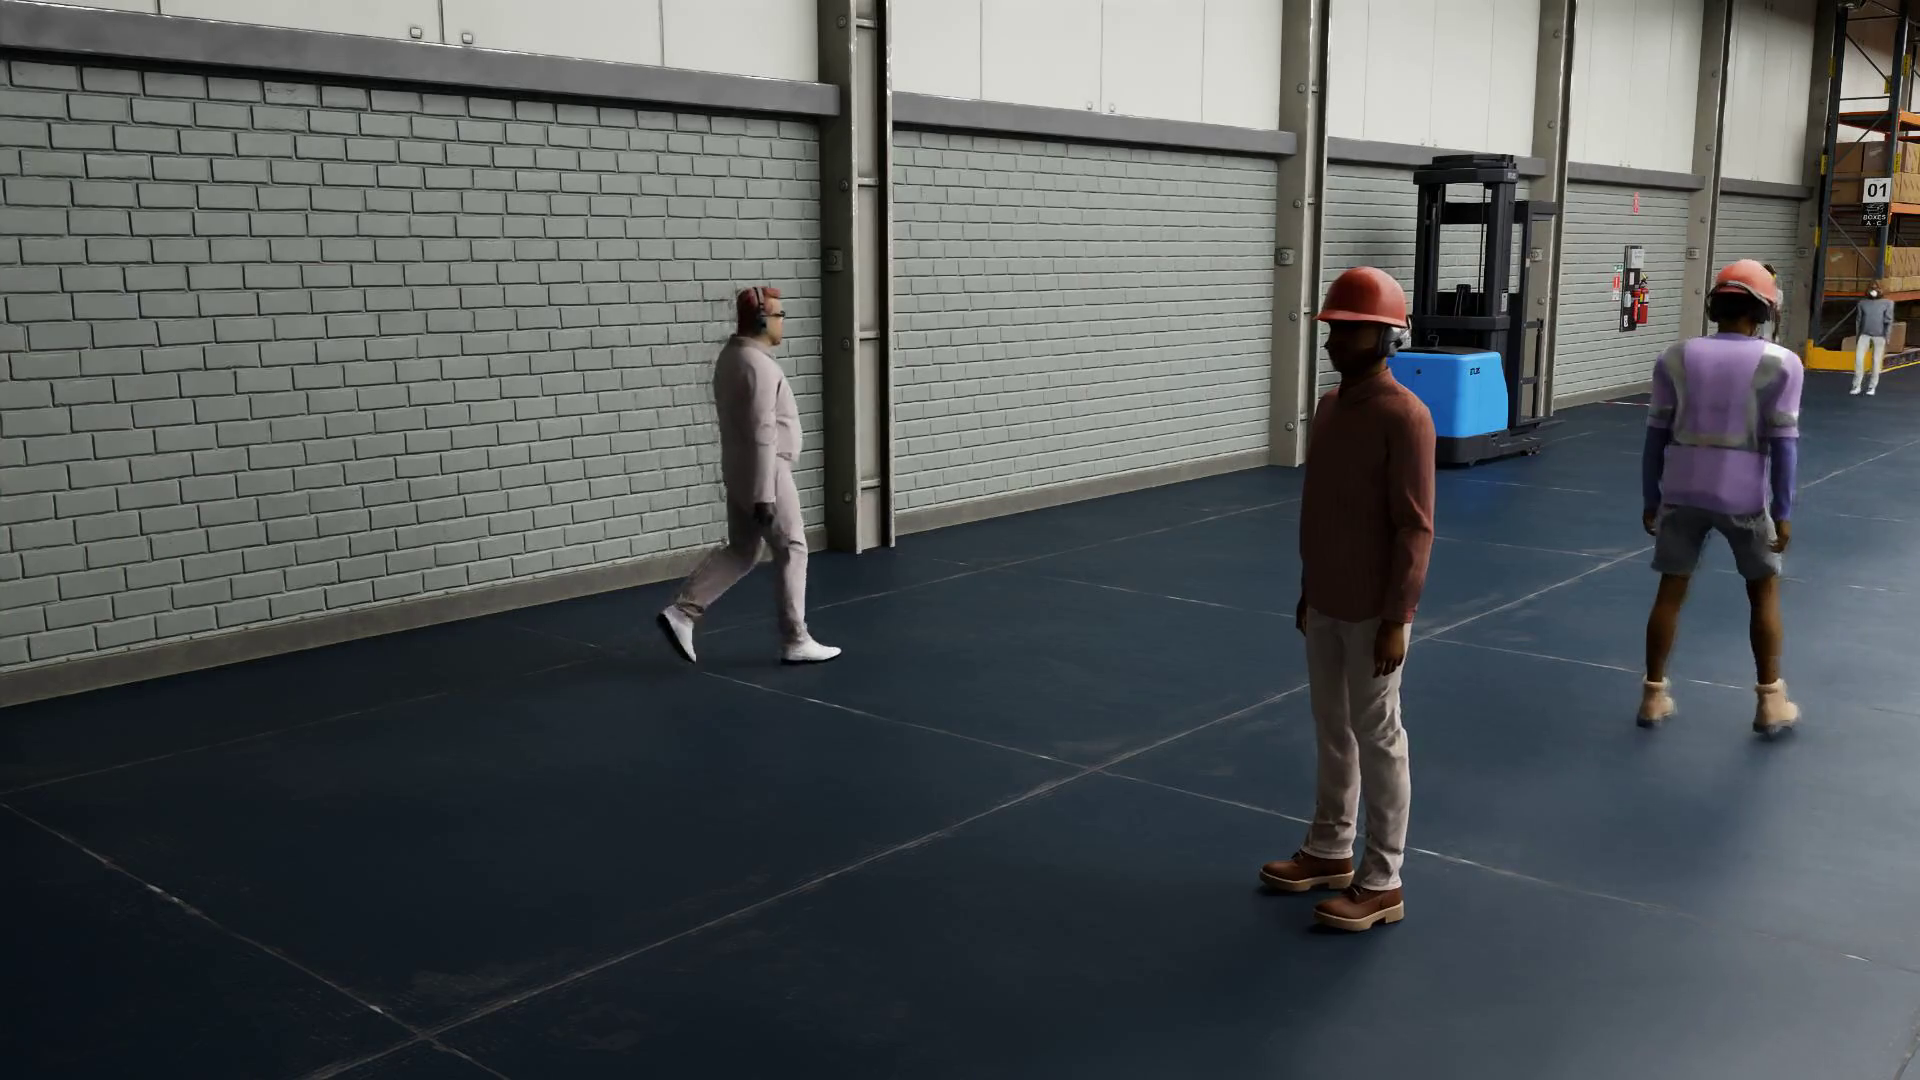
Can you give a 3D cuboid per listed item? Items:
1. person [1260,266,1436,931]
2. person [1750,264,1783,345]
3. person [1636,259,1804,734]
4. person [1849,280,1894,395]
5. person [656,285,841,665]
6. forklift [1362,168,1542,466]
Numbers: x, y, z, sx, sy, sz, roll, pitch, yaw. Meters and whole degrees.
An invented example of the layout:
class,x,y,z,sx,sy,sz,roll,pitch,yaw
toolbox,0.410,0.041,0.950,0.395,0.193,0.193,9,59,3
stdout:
class,x,y,z,sx,sy,sz,roll,pitch,yaw
person,1.206,0.172,5.101,0.373,1.997,0.615,-3,10,-17
person,10.888,-2.828,22.675,0.527,1.829,0.880,6,11,29
person,3.256,-0.190,7.146,0.643,2.012,0.519,8,13,37
person,12.746,-2.822,23.262,0.504,1.610,0.631,9,13,41
person,-1.044,-0.300,8.130,0.833,1.877,0.650,-5,11,-24
forklift,4.875,-2.212,16.287,1.129,2.768,1.873,8,13,40
